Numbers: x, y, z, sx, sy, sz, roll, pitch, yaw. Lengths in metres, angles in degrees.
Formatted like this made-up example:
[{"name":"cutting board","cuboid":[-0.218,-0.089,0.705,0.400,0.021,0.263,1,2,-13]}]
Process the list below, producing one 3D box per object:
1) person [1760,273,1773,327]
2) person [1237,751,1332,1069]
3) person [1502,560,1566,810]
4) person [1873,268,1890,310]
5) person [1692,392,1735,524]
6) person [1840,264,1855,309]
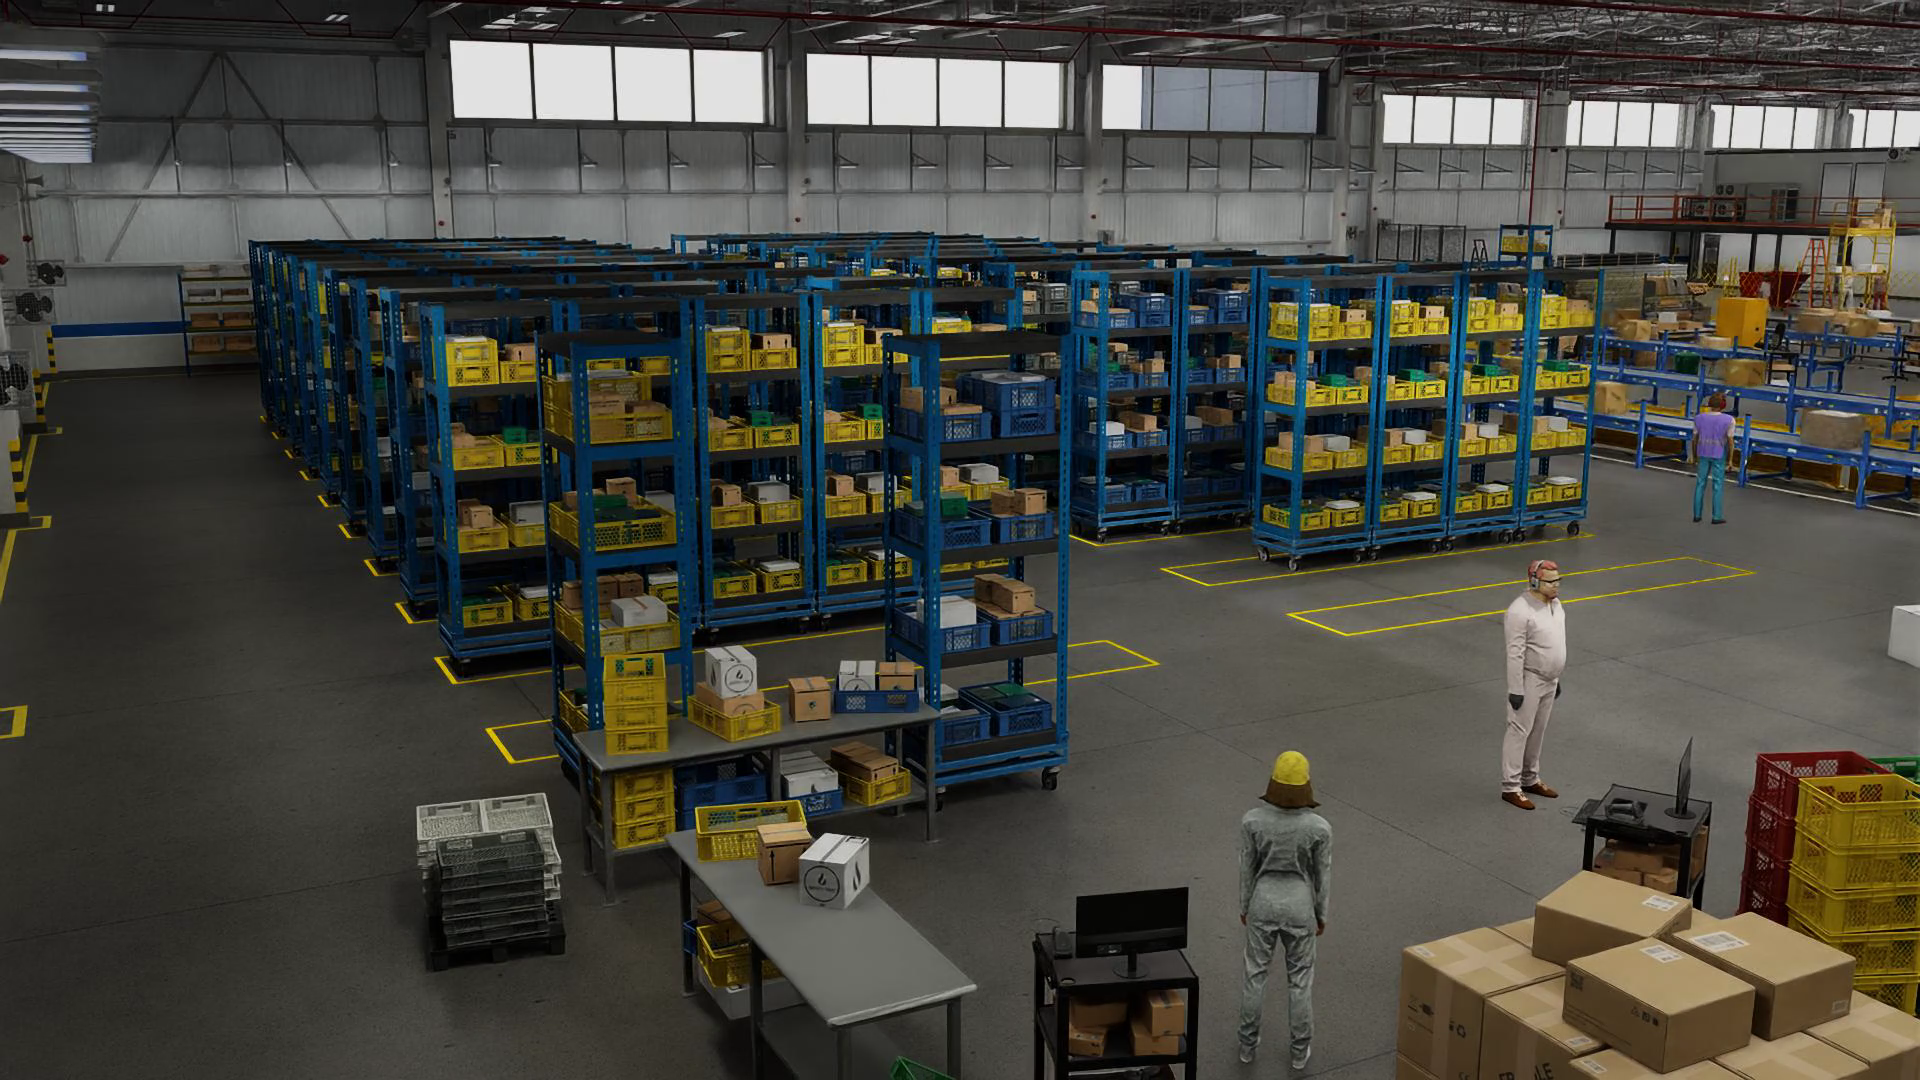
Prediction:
[{"name":"person","cuboid":[26.718,-7.946,55.171,0.501,1.816,0.749,-5,13,-23]},{"name":"person","cuboid":[1.739,1.979,8.961,0.485,1.734,0.348,3,12,13]},{"name":"person","cuboid":[4.407,1.088,12.717,0.644,1.908,0.408,-11,16,-41]},{"name":"person","cuboid":[33.116,-8.904,59.804,0.518,1.757,0.341,9,15,37]},{"name":"person","cuboid":[10.528,-1.141,23.291,0.565,1.843,0.390,10,16,40]},{"name":"person","cuboid":[32.121,-9.004,60.047,0.609,1.845,0.904,-3,12,-12]}]
